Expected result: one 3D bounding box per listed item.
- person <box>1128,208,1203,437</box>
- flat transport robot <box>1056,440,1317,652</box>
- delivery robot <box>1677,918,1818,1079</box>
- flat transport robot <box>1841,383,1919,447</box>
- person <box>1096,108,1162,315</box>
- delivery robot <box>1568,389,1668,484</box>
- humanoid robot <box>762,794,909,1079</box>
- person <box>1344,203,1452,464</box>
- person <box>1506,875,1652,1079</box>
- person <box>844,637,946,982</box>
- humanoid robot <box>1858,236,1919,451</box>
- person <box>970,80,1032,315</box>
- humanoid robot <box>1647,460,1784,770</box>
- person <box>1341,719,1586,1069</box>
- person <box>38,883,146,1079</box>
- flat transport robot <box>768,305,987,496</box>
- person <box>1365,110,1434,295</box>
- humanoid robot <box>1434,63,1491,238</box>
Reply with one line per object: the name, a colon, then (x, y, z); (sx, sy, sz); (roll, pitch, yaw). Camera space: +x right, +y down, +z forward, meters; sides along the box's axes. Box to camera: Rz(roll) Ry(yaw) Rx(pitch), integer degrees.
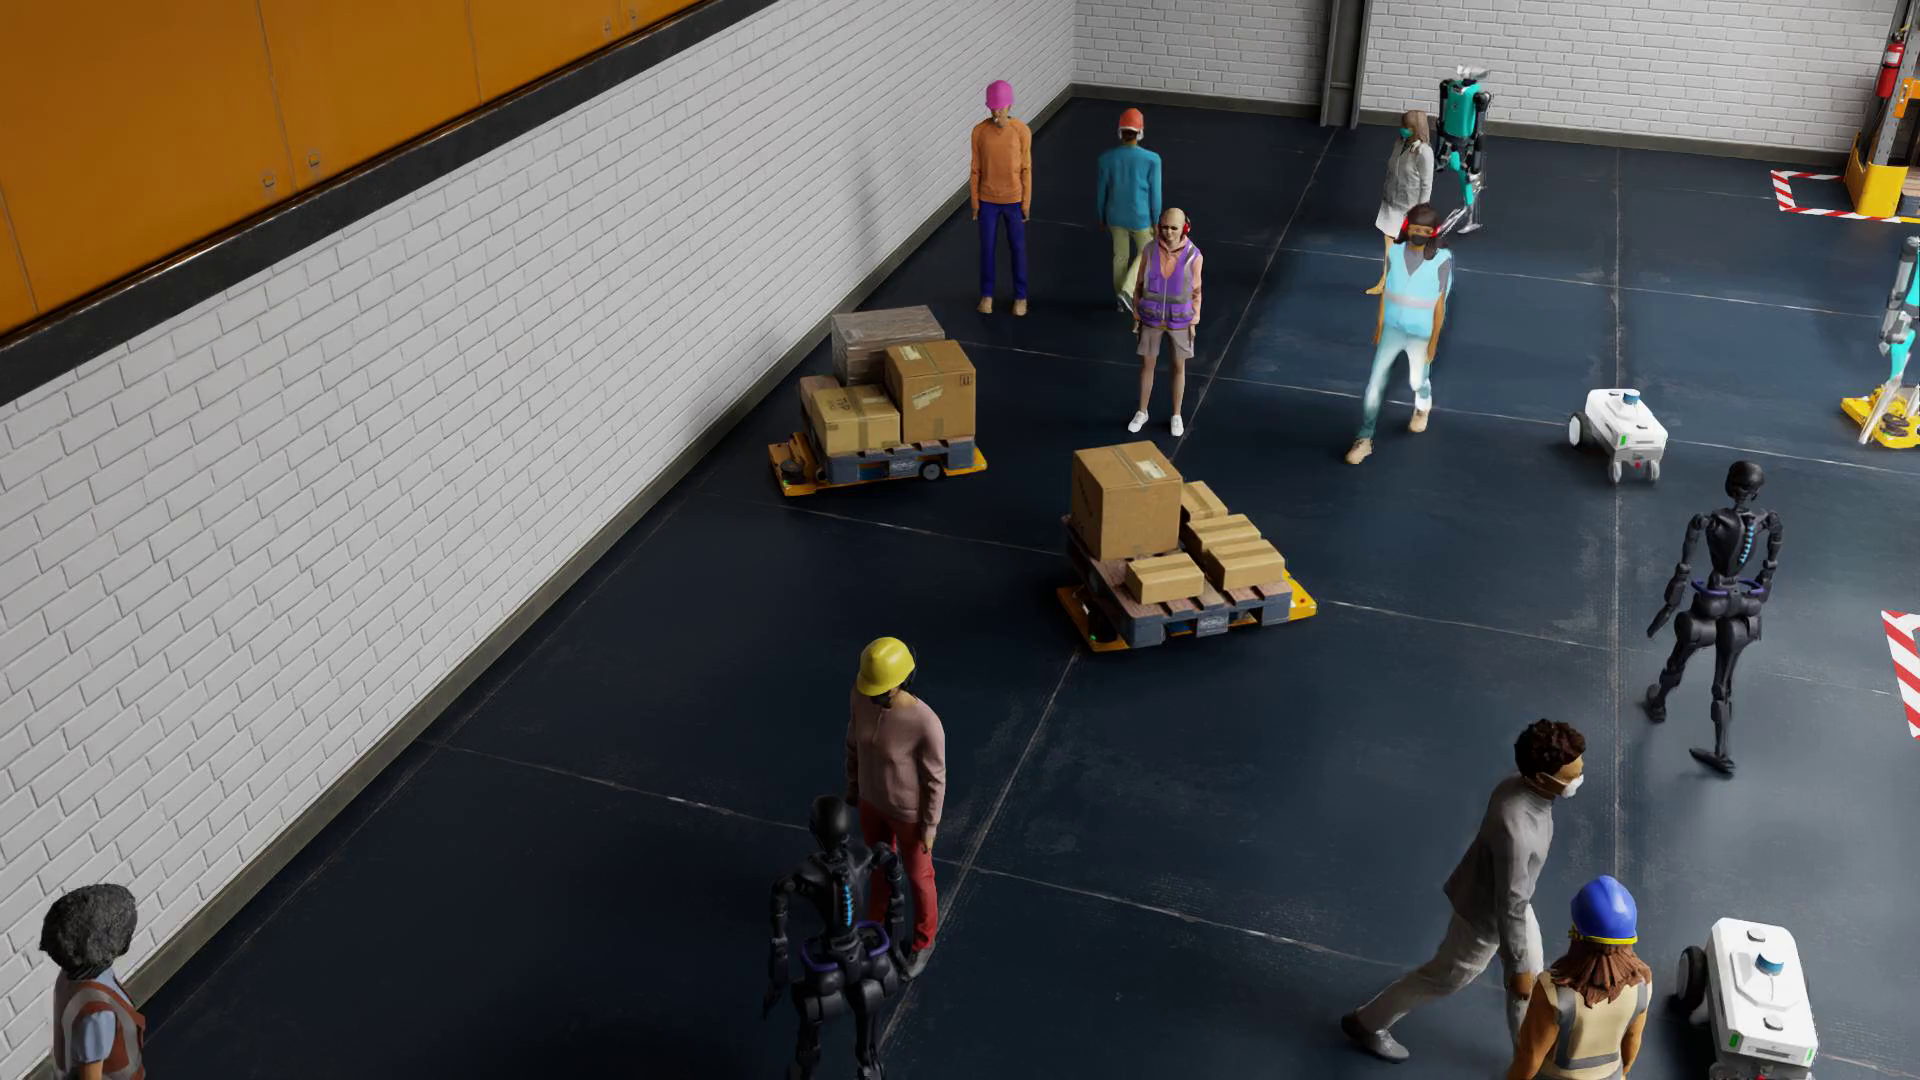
person: (1.471, -1.554, 11.863); (0.480, 1.694, 0.351); (8, 31, 13)
flat transport robot: (1.365, 0.331, 10.062); (1.431, 0.231, 0.659); (-9, 32, -14)
delivery robot: (3.371, 1.953, 7.033); (0.521, 0.607, 0.779); (8, 31, 13)
flat transport robot: (7.327, -0.912, 12.177); (1.431, 0.231, 0.659); (-1, 30, -2)
person: (1.383, -2.680, 13.727); (0.566, 1.736, 0.467); (14, 33, 23)
delivery robot: (4.647, -0.778, 11.647); (0.499, 0.575, 0.759); (-1, 30, -1)
humanoid robot: (-0.469, 1.663, 6.439); (0.603, 1.635, 0.654); (-13, 33, -21)
person: (3.131, -1.469, 11.576); (0.530, 1.834, 0.912); (19, 36, 30)
person: (2.134, 1.910, 5.884); (0.475, 1.776, 0.323); (-5, 31, -8)
person: (-0.296, 1.152, 7.197); (0.523, 1.760, 0.324); (23, 37, 33)
humanoid robot: (6.763, -1.435, 11.638); (0.536, 1.821, 0.677); (25, 39, 36)
person: (0.336, -2.821, 13.748); (0.517, 1.974, 0.403); (4, 31, 7)
humanoid robot: (3.928, 0.375, 8.643); (0.602, 1.620, 0.728); (-4, 31, -6)
person: (2.080, 1.455, 6.600); (0.986, 1.844, 0.560); (16, 34, 25)
person: (-3.007, 1.973, 5.897); (0.550, 1.642, 0.471); (-20, 36, -30)
flat transport robot: (-0.586, -0.617, 11.675); (1.431, 0.231, 0.659); (-8, 31, -13)
person: (3.724, -2.796, 14.003); (0.337, 1.660, 0.497); (-15, 34, -24)
humanoid robot: (4.671, -3.496, 15.164); (1.068, 1.744, 0.549); (-18, 35, -28)
